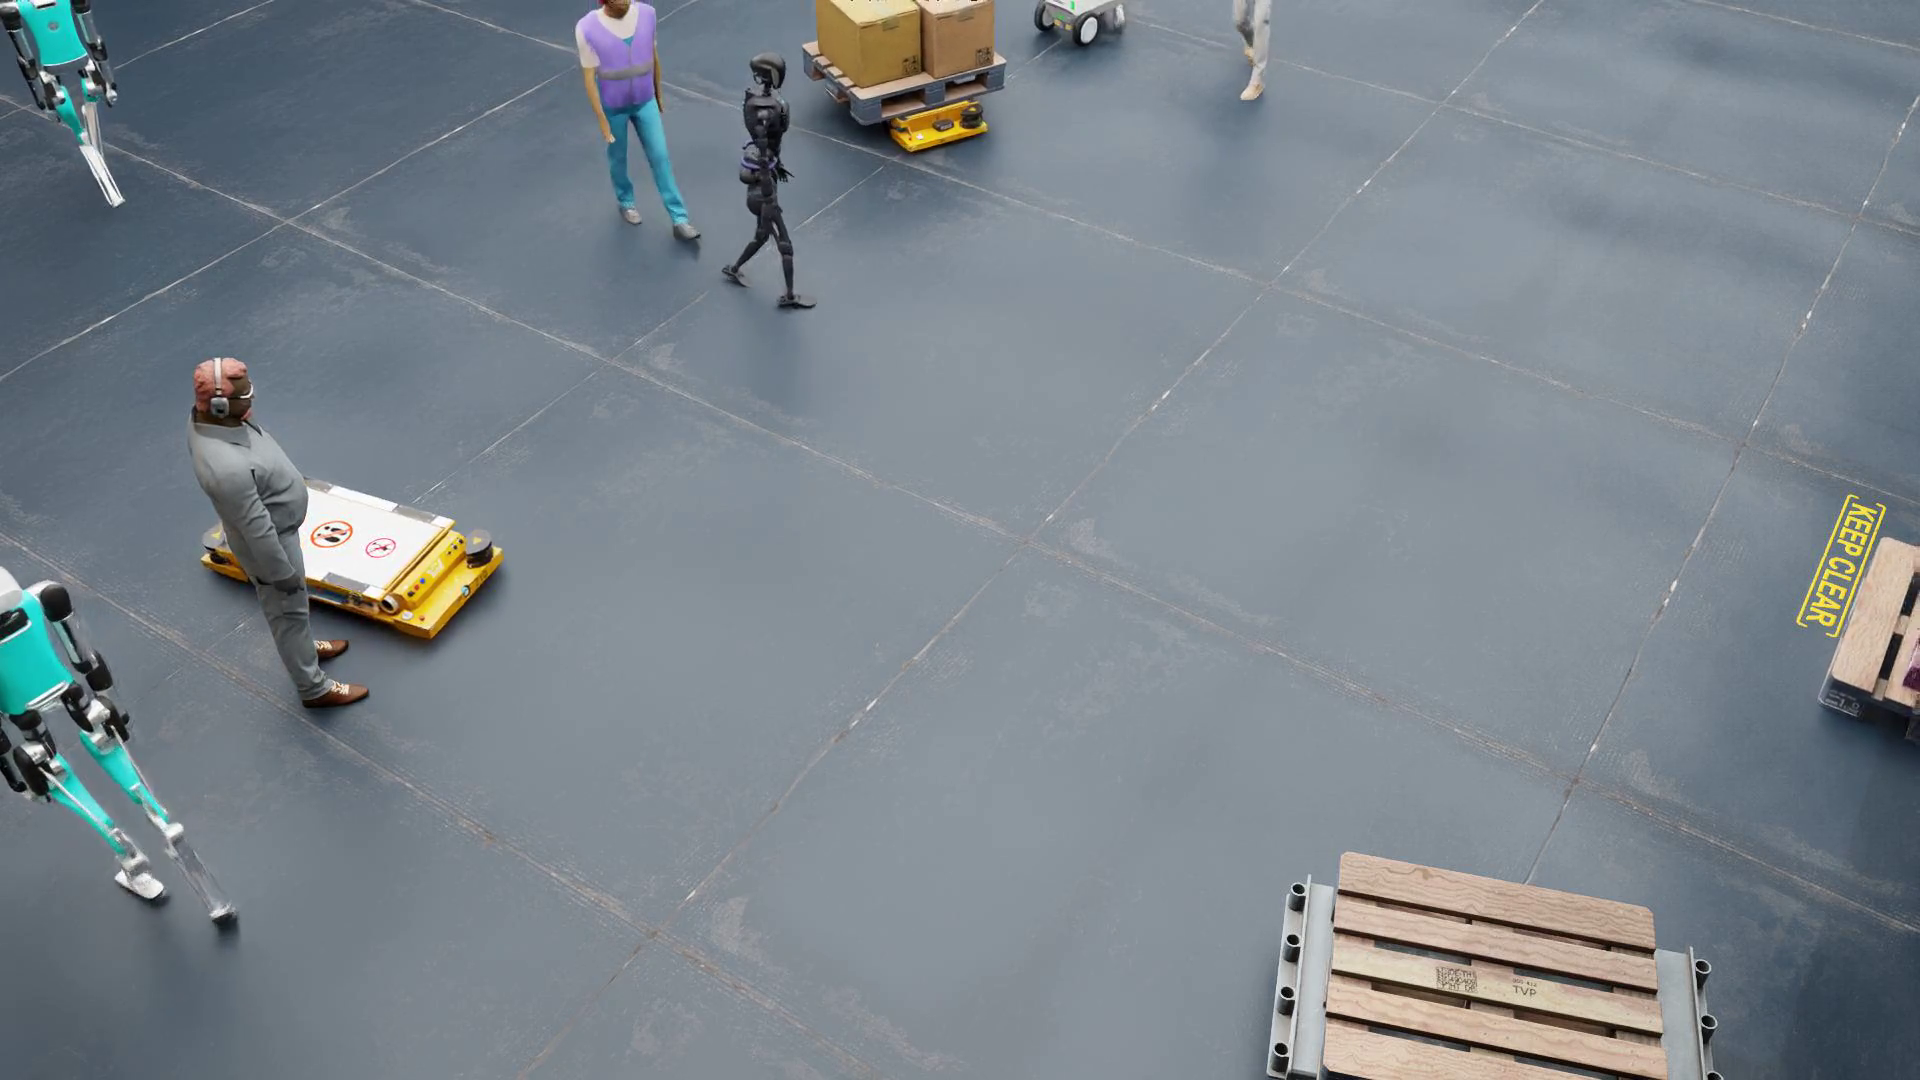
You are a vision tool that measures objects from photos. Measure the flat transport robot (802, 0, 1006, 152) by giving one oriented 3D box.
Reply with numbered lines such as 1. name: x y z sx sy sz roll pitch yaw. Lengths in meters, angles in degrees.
1. flat transport robot: -0.425 -3.371 12.552 0.659 0.231 1.431 -21 46 -21

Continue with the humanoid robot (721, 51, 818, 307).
1. humanoid robot: -1.243 -2.237 10.257 0.616 1.644 0.591 -1 42 -1

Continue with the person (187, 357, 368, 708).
1. person: -3.136 -0.025 7.585 0.410 1.902 0.639 -19 45 -20

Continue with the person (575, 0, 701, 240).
1. person: -2.087 -2.765 10.713 0.575 1.810 0.864 -24 47 -25

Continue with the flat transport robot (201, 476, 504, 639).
1. flat transport robot: -3.189 0.066 8.706 1.431 0.231 0.659 15 44 16

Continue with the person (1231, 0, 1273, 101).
1. person: 2.245 -4.281 12.395 0.485 1.847 0.693 20 45 21

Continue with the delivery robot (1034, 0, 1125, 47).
1. delivery robot: 1.000 -4.364 13.460 0.509 0.610 0.781 33 51 31

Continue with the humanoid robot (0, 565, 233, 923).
1. humanoid robot: -3.436 0.957 6.673 0.840 1.874 0.536 26 48 26

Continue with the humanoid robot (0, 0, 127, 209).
1. humanoid robot: -5.953 -3.067 11.107 0.535 1.733 1.031 -26 48 -26
